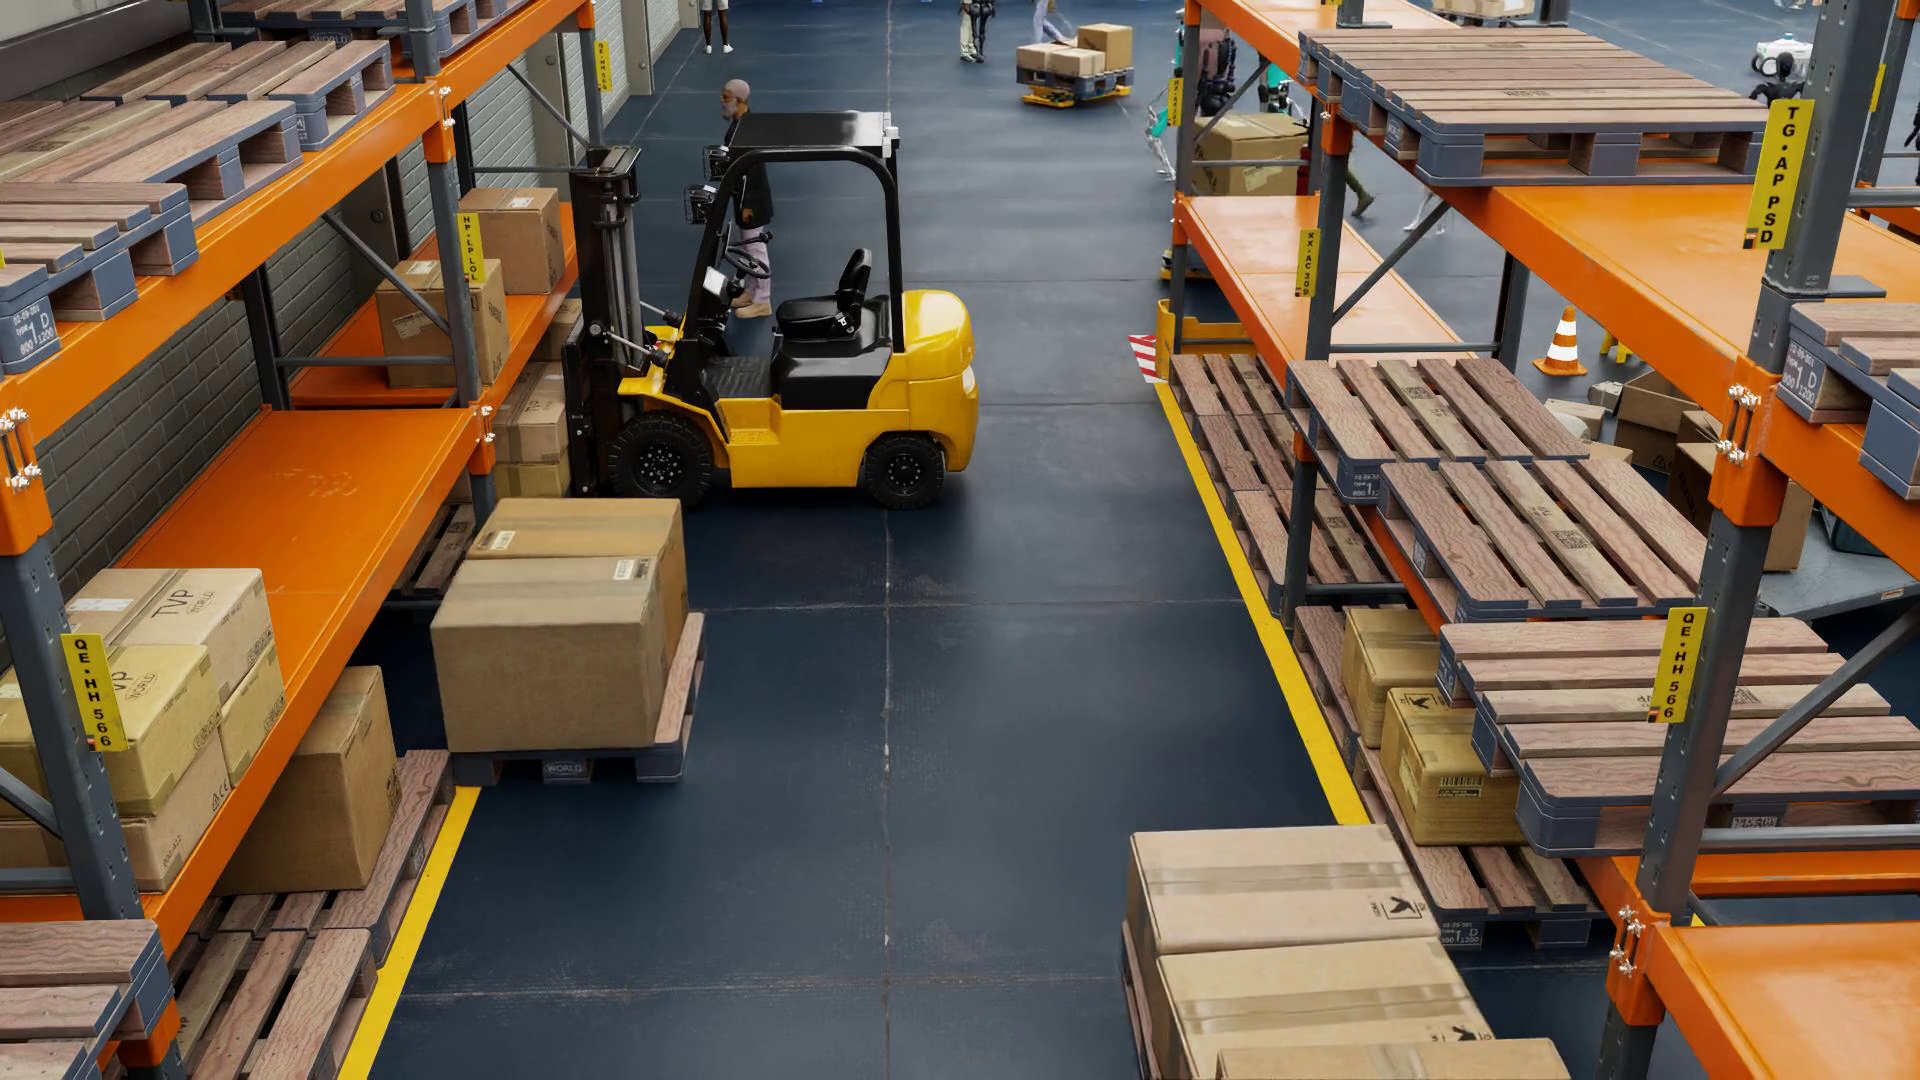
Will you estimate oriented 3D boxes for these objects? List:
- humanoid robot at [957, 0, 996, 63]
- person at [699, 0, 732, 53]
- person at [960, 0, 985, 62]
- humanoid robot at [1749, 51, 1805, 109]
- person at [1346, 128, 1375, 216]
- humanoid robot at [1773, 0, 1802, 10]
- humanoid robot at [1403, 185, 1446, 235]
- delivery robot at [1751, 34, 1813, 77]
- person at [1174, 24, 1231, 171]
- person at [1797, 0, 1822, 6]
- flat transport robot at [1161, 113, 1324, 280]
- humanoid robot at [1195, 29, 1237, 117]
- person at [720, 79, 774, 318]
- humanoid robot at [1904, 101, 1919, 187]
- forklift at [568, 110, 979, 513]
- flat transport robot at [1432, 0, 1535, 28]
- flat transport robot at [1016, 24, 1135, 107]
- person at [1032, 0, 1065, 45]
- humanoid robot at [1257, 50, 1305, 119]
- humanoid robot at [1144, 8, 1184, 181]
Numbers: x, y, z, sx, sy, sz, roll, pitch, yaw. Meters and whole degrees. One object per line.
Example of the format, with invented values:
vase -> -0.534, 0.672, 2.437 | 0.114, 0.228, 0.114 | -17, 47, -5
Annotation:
humanoid robot -> 0.247, -7.854, 24.325 | 0.629, 1.634, 0.610 | -14, 29, -27
person -> -3.705, -8.285, 24.940 | 0.555, 1.898, 0.368 | -2, 25, -5
person -> 0.190, -7.904, 24.308 | 0.336, 1.747, 0.563 | 12, 28, 23
humanoid robot -> 7.626, -3.757, 15.628 | 0.607, 1.641, 0.580 | 1, 25, 3
person -> 3.618, -3.854, 15.803 | 0.766, 1.689, 0.462 | -4, 26, -9
humanoid robot -> 14.563, -10.020, 28.783 | 0.555, 1.738, 0.987 | -9, 27, -19
humanoid robot -> 4.355, -3.701, 15.459 | 0.801, 1.799, 0.555 | -18, 30, -33
delivery robot -> 11.558, -6.798, 23.385 | 0.784, 0.613, 0.520 | 3, 25, 7
person -> 2.567, -4.856, 17.651 | 0.629, 1.931, 0.373 | -10, 27, -20
person -> 15.362, -10.542, 29.730 | 0.522, 1.893, 0.401 | 20, 32, 36
flat transport robot -> 2.476, -2.395, 14.375 | 1.431, 0.231, 0.659 | 4, 26, 9
humanoid robot -> 2.707, -4.755, 17.723 | 0.610, 1.656, 0.350 | -23, 34, -39
person -> -1.674, -2.693, 13.150 | 0.411, 1.855, 0.531 | -6, 26, -12
humanoid robot -> 9.407, -3.896, 15.919 | 0.601, 1.642, 0.617 | 21, 33, 37
forklift -> -1.043, -1.379, 9.976 | 2.313, 2.155, 1.214 | -1, 25, -2
flat transport robot -> 8.226, -8.070, 26.392 | 1.431, 0.231, 0.659 | -16, 30, -30
flat transport robot -> 1.520, -5.868, 21.729 | 0.659, 0.231, 1.431 | 23, 34, 40
person -> 1.242, -7.909, 24.228 | 0.752, 1.821, 0.598 | -4, 26, -9
humanoid robot -> 3.242, -4.153, 16.335 | 0.678, 1.759, 0.531 | 17, 30, 32
humanoid robot -> 2.154, -4.663, 17.462 | 0.669, 1.803, 0.540 | 8, 26, 16
